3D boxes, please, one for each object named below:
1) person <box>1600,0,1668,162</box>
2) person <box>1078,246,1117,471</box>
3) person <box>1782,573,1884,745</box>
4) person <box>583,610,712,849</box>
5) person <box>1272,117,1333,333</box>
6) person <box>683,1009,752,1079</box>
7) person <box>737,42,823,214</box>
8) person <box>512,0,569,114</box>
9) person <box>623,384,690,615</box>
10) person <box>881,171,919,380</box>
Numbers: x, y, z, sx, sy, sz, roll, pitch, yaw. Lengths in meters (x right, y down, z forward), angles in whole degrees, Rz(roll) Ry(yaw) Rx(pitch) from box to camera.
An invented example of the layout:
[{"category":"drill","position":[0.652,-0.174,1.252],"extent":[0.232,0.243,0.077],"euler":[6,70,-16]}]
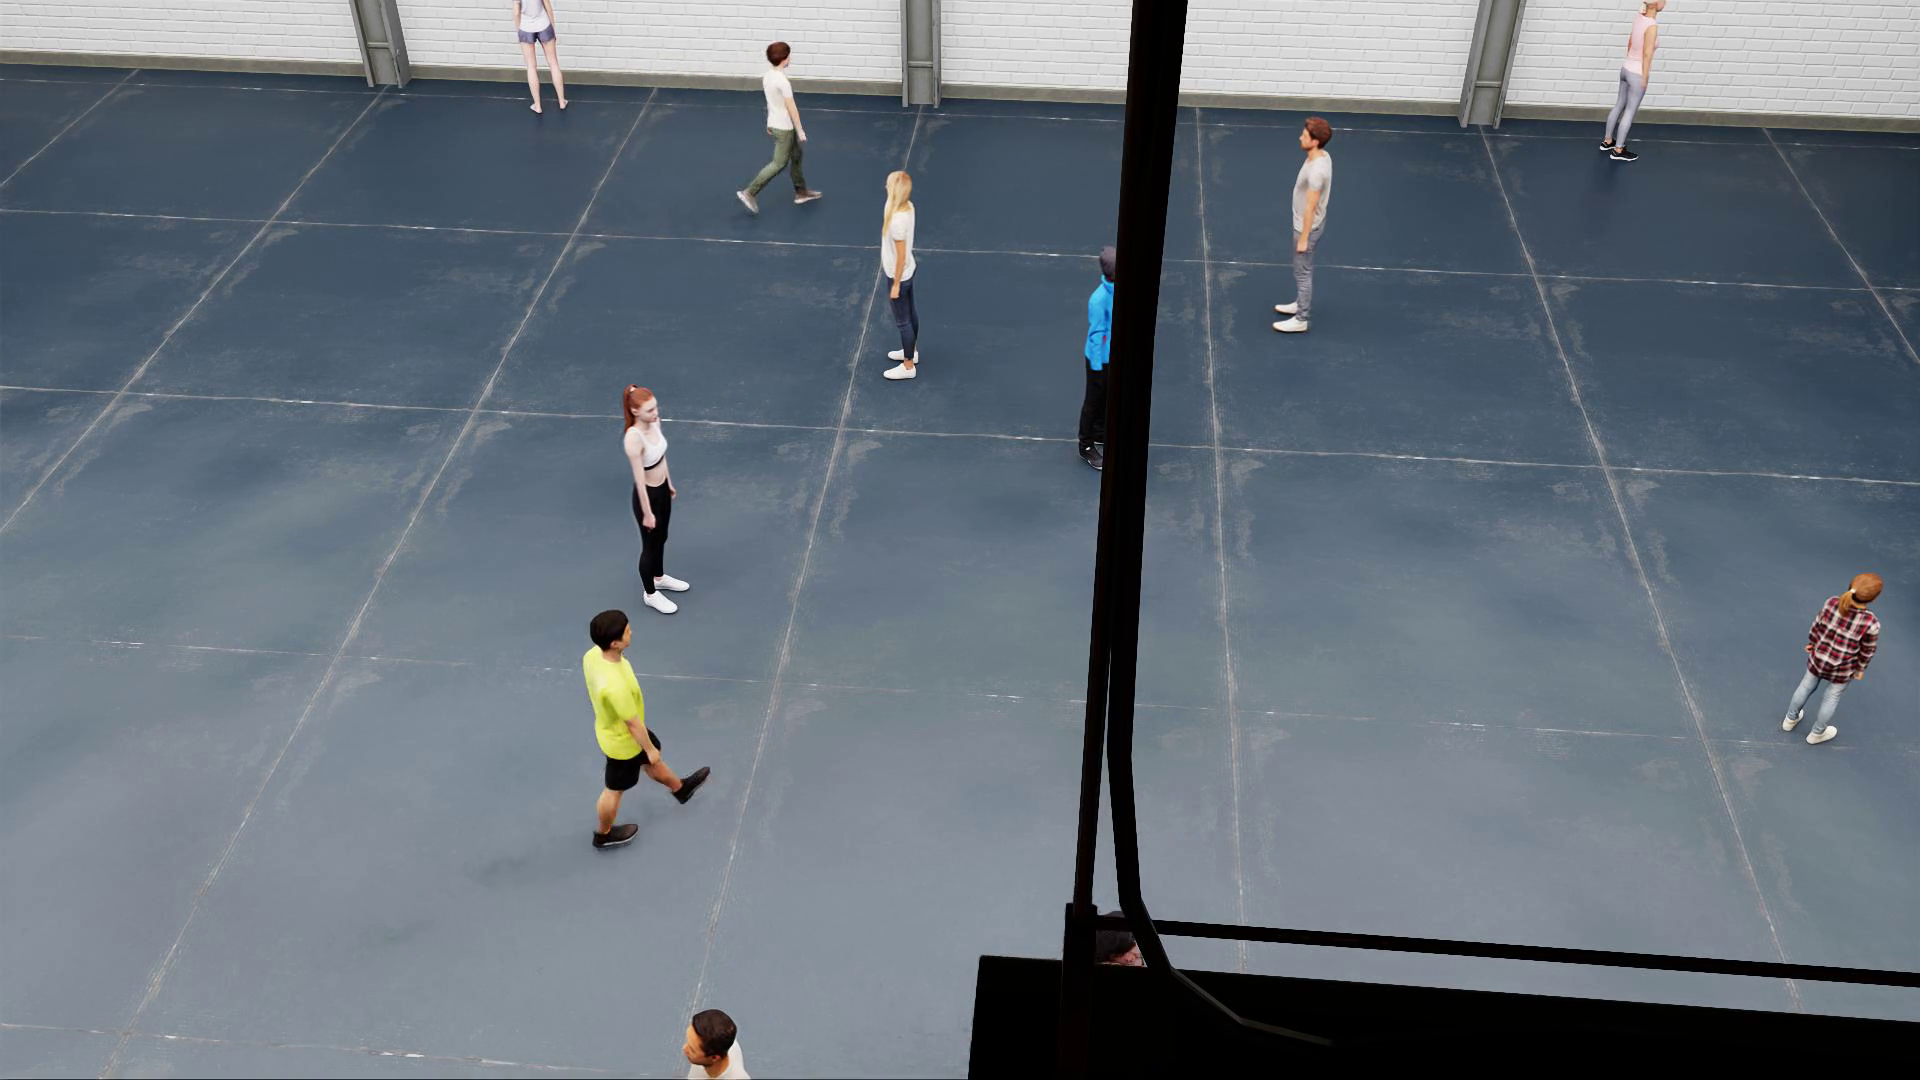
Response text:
[{"category":"person","position":[6.785,-4.694,16.720],"extent":[0.583,1.717,0.600],"euler":[-4,39,-5]},{"category":"person","position":[1.085,-1.398,12.533],"extent":[0.694,1.792,0.693],"euler":[22,44,25]},{"category":"person","position":[5.408,0.718,10.274],"extent":[0.682,1.306,0.623],"euler":[-27,46,-30]},{"category":"person","position":[-2.002,1.130,9.465],"extent":[1.143,1.670,0.986],"euler":[-18,42,-21]},{"category":"person","position":[2.939,-2.657,14.028],"extent":[0.574,1.894,0.665],"euler":[7,39,8]},{"category":"person","position":[-1.027,2.676,7.417],"extent":[0.733,1.812,0.736],"euler":[-17,42,-20]},{"category":"person","position":[-1.762,-3.871,15.762],"extent":[1.163,1.627,0.943],"euler":[-16,41,-19]},{"category":"person","position":[-4.486,-5.392,17.555],"extent":[0.617,1.767,0.725],"euler":[-12,40,-15]},{"category":"person","position":[-2.074,-0.292,11.189],"extent":[0.556,1.742,0.617],"euler":[9,39,11]},{"category":"person","position":[-0.470,-2.145,13.455],"extent":[0.484,1.809,0.611],"euler":[4,39,5]}]
